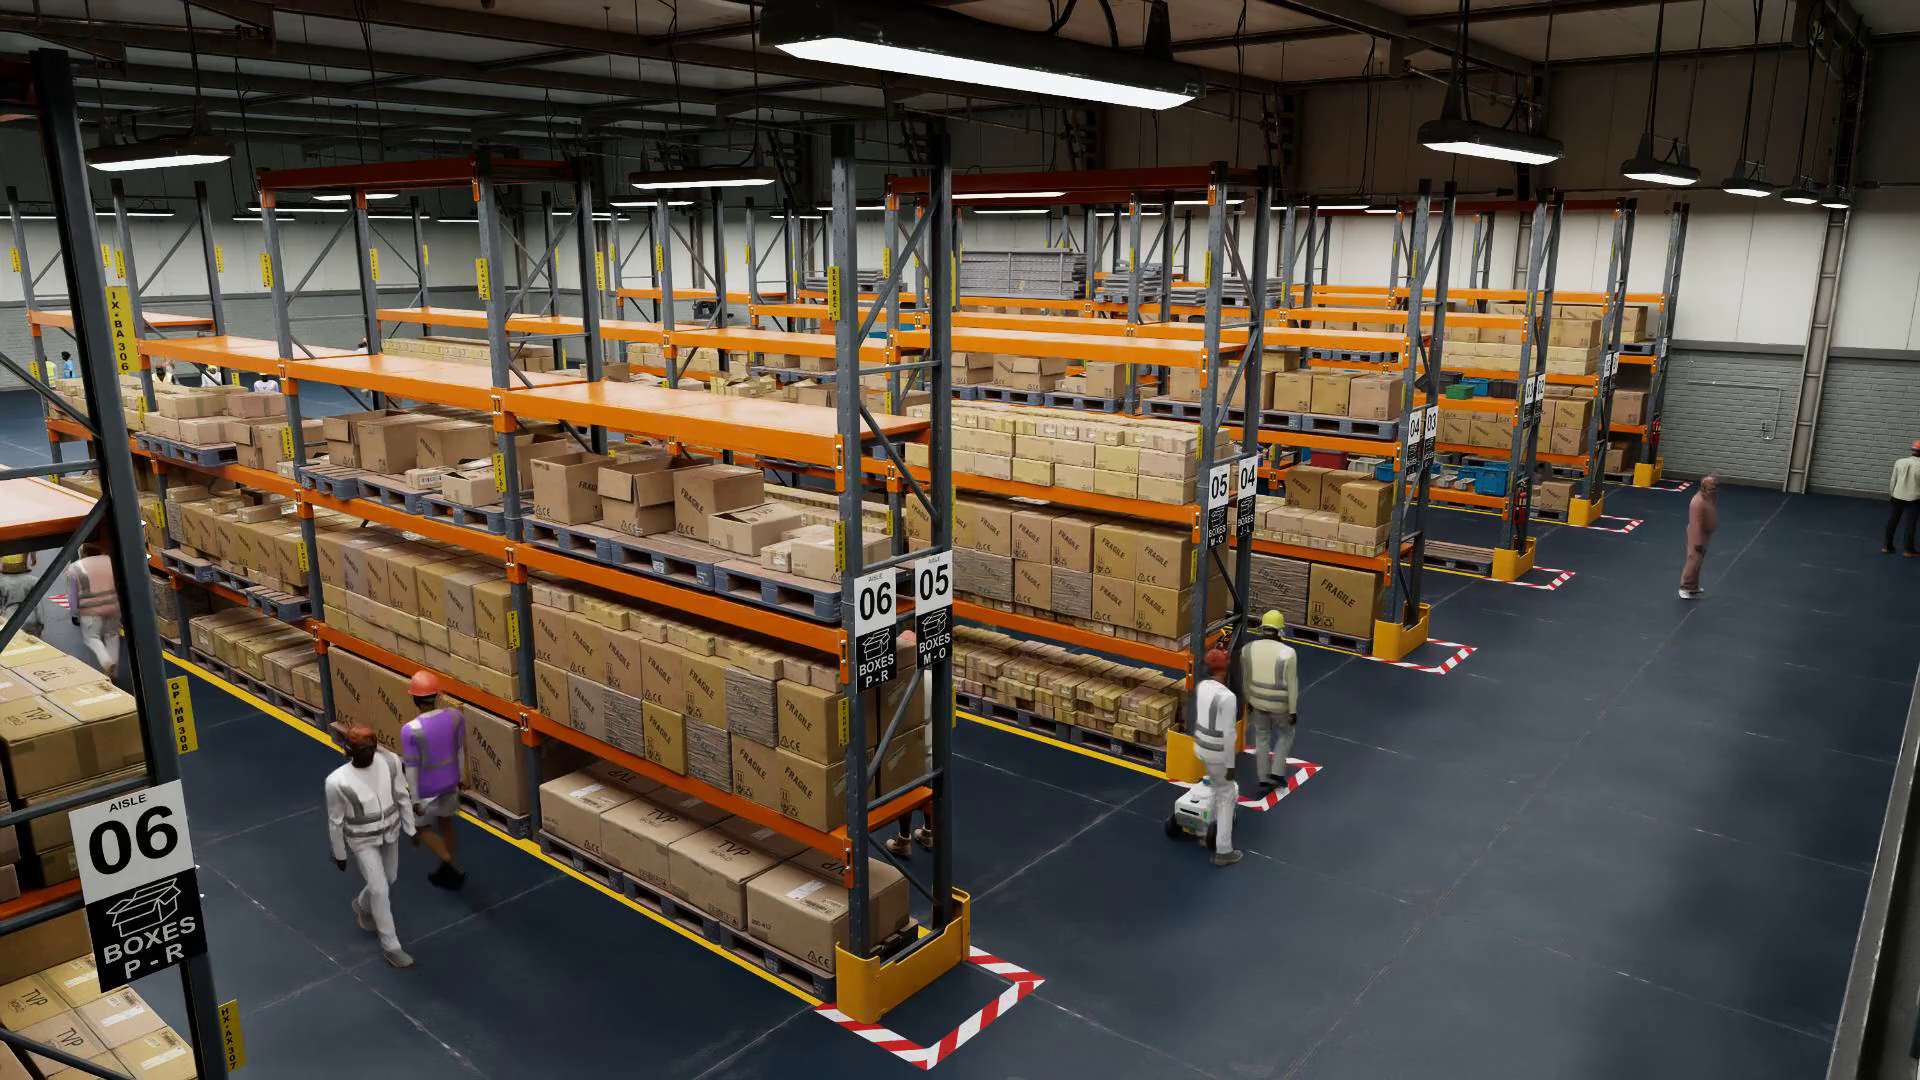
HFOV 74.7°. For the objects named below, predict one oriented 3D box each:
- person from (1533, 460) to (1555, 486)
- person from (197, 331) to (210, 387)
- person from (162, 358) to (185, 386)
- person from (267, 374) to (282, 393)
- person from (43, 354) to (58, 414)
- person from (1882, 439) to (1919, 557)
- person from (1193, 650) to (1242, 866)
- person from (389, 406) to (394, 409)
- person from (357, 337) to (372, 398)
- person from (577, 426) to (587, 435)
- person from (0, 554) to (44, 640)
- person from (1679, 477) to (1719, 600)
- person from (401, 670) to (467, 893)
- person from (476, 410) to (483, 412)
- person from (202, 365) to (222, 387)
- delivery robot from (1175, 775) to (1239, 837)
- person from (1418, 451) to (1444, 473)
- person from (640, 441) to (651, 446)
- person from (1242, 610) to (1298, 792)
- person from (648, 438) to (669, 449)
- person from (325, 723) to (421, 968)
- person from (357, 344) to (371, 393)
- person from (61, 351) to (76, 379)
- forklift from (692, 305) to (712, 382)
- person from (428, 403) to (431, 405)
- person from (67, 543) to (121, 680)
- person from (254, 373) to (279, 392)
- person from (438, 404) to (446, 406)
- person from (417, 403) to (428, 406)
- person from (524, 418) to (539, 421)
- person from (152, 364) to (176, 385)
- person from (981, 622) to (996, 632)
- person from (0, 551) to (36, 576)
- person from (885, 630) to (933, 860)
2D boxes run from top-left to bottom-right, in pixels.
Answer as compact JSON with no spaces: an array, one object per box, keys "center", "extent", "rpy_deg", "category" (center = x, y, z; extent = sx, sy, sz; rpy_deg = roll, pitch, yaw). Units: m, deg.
[{"center":[11.877,-1.693,25.599],"extent":[0.488,1.914,0.613],"rpy_deg":[12,18,40],"category":"person"},{"center":[-26.980,-6.438,44.950],"extent":[0.538,2.000,0.684],"rpy_deg":[12,18,40],"category":"person"},{"center":[-28.125,-6.192,44.778],"extent":[0.826,1.580,0.510],"rpy_deg":[-5,15,-20],"category":"person"},{"center":[-18.664,-3.766,34.063],"extent":[0.906,1.960,0.618],"rpy_deg":[4,14,16],"category":"person"},{"center":[-27.758,-4.740,38.290],"extent":[0.429,1.845,0.621],"rpy_deg":[5,15,20],"category":"person"},{"center":[16.222,-0.738,21.511],"extent":[0.403,1.990,0.621],"rpy_deg":[-5,15,-20],"category":"person"},{"center":[2.258,1.875,11.067],"extent":[0.387,1.844,0.633],"rpy_deg":[-4,14,-14],"category":"person"},{"center":[-15.700,-3.816,34.330],"extent":[0.408,1.922,0.544],"rpy_deg":[10,17,36],"category":"person"},{"center":[-19.755,-5.752,42.054],"extent":[0.638,2.030,0.578],"rpy_deg":[-5,14,-18],"category":"person"},{"center":[-7.632,-1.563,25.600],"extent":[0.536,1.676,0.815],"rpy_deg":[2,14,7],"category":"person"},{"center":[-11.260,0.960,15.109],"extent":[0.486,1.713,0.818],"rpy_deg":[-10,17,-36],"category":"person"},{"center":[11.193,-0.055,18.974],"extent":[0.396,1.869,0.755],"rpy_deg":[13,19,43],"category":"person"},{"center":[-4.285,2.008,10.369],"extent":[0.569,1.921,0.550],"rpy_deg":[10,17,35],"category":"person"},{"center":[-10.941,-2.335,28.630],"extent":[0.570,1.727,0.430],"rpy_deg":[11,17,38],"category":"person"},{"center":[-21.486,-4.249,36.319],"extent":[0.612,1.817,0.511],"rpy_deg":[-8,16,-29],"category":"person"},{"center":[2.262,2.393,11.522],"extent":[0.477,0.478,0.707],"rpy_deg":[10,17,36],"category":"delivery robot"},{"center":[10.422,-2.193,27.877],"extent":[0.938,1.826,0.528],"rpy_deg":[10,17,36],"category":"person"},{"center":[-5.352,-0.757,21.745],"extent":[0.375,1.917,0.597],"rpy_deg":[9,16,33],"category":"person"},{"center":[3.052,1.579,12.364],"extent":[0.610,1.803,0.443],"rpy_deg":[11,18,38],"category":"person"},{"center":[-5.590,-1.198,23.586],"extent":[0.410,1.909,0.642],"rpy_deg":[13,19,42],"category":"person"},{"center":[-4.477,2.243,9.553],"extent":[0.883,1.855,0.575],"rpy_deg":[9,16,32],"category":"person"},{"center":[-20.658,-5.959,43.607],"extent":[0.370,1.686,0.550],"rpy_deg":[5,14,19],"category":"person"},{"center":[-28.723,-5.235,40.626],"extent":[0.317,1.695,0.540],"rpy_deg":[-12,18,-39],"category":"person"},{"center":[-9.511,-7.392,47.124],"extent":[1.873,2.768,1.129],"rpy_deg":[11,17,38],"category":"forklift"},{"center":[-11.779,-2.265,28.200],"extent":[0.501,1.812,0.821],"rpy_deg":[-5,15,-21],"category":"person"},{"center":[-10.427,0.856,15.320],"extent":[0.613,1.820,0.635],"rpy_deg":[11,17,38],"category":"person"},{"center":[-18.362,-3.597,33.403],"extent":[0.590,1.930,0.358],"rpy_deg":[-4,14,-15],"category":"person"},{"center":[-14.472,-3.956,34.863],"extent":[0.552,1.935,0.369],"rpy_deg":[-10,17,-34],"category":"person"},{"center":[-16.895,-4.994,39.486],"extent":[0.524,1.772,0.301],"rpy_deg":[-4,14,-15],"category":"person"},{"center":[-10.277,-2.677,30.287],"extent":[0.385,1.609,0.657],"rpy_deg":[5,14,19],"category":"person"},{"center":[-22.390,-4.032,35.426],"extent":[0.647,1.816,0.518],"rpy_deg":[-7,15,-27],"category":"person"},{"center":[0.486,0.469,16.687],"extent":[0.449,1.922,0.666],"rpy_deg":[9,17,34],"category":"person"},{"center":[-13.407,0.183,17.801],"extent":[0.940,1.965,0.609],"rpy_deg":[11,17,38],"category":"person"},{"center":[-0.441,1.781,11.045],"extent":[0.610,2.043,0.375],"rpy_deg":[-10,17,-35],"category":"person"}]
